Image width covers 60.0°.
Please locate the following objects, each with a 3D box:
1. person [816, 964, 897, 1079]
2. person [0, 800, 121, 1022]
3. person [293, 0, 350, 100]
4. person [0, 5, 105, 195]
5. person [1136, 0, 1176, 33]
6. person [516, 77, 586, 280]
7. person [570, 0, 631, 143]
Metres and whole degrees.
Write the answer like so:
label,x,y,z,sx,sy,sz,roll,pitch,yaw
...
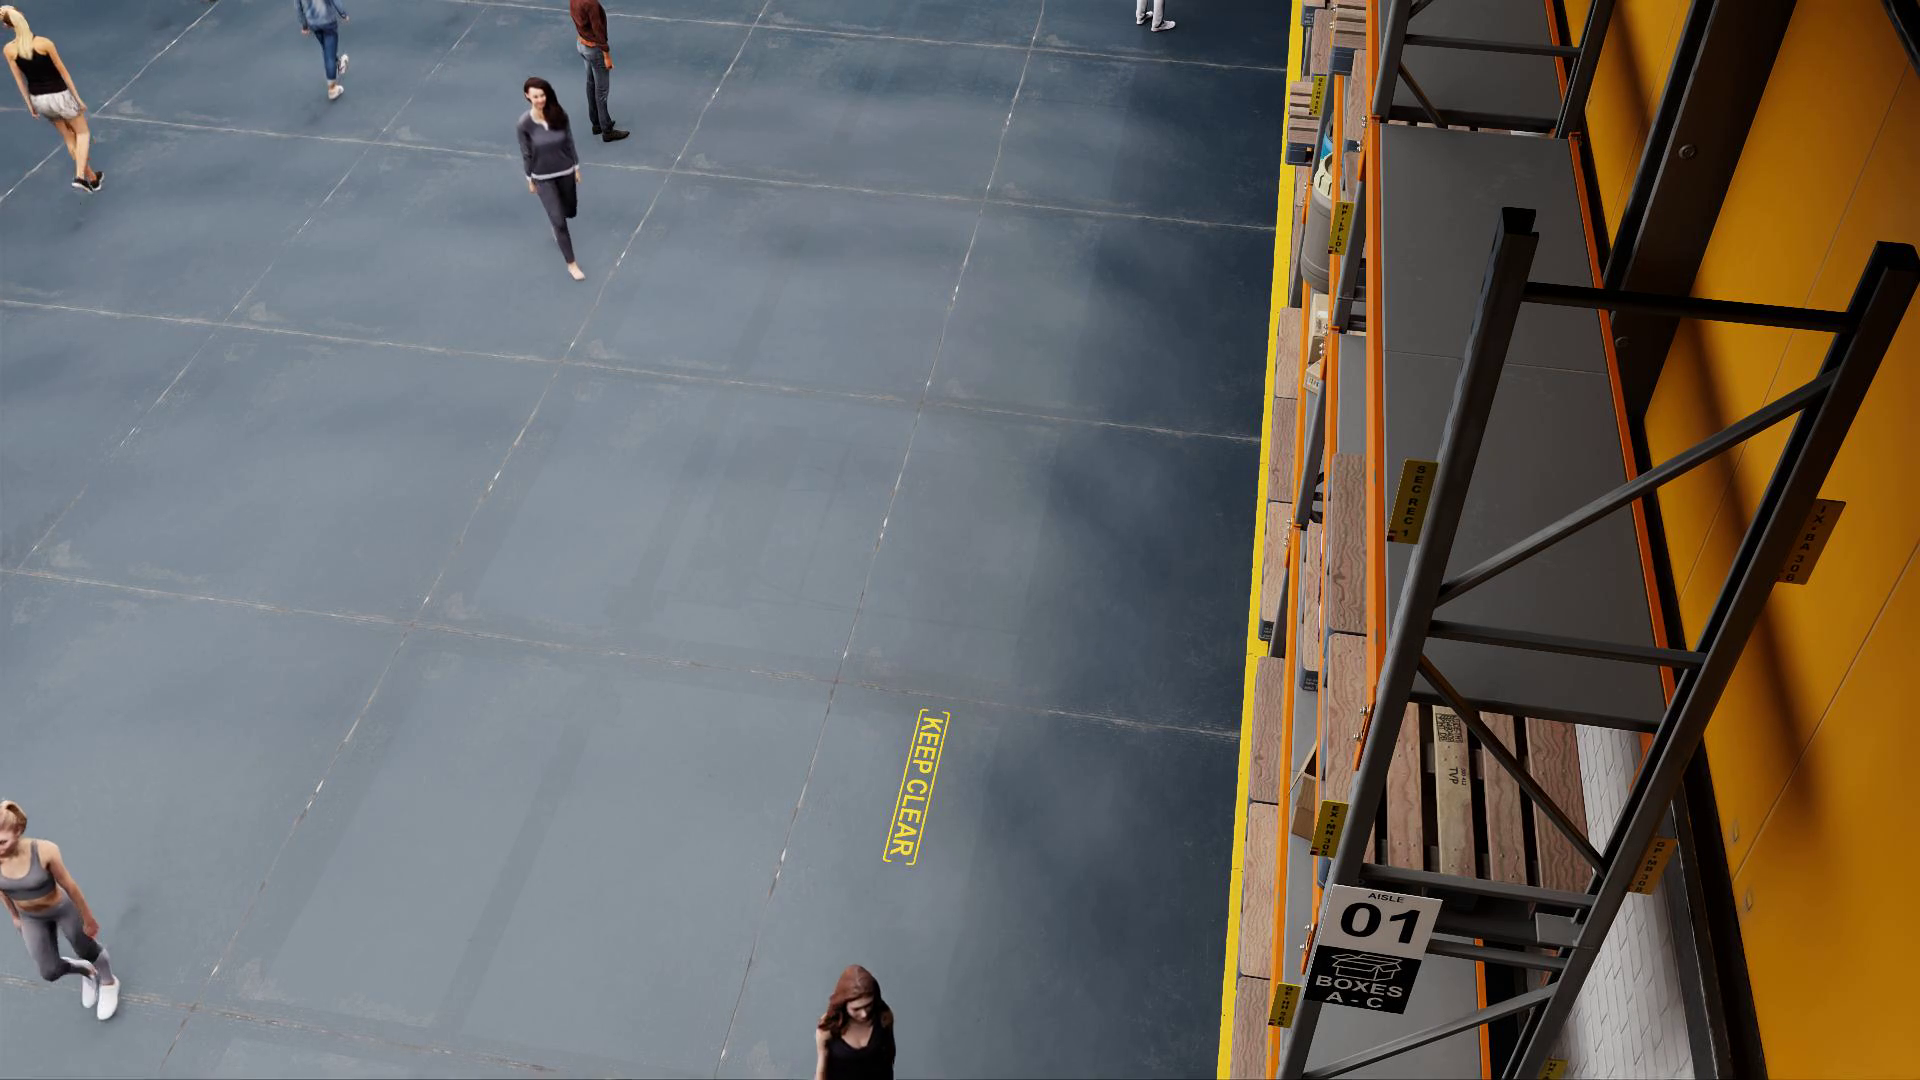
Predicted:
label,x,y,z,sx,sy,sz,roll,pitch,yaw
person,-0.542,2.553,8.134,0.878,1.726,1.077,-14,45,-14
person,-4.792,1.913,8.827,0.672,1.698,0.686,-5,44,-5
person,-6.276,-5.030,16.294,0.591,1.449,0.926,5,44,6
person,-8.086,-3.864,14.801,0.788,1.820,0.958,-5,44,-5
person,2.033,-6.218,17.223,0.777,1.888,0.741,-31,52,-29
person,-3.470,-3.115,14.071,1.040,1.743,1.108,-25,49,-24
person,-3.449,-4.604,15.606,0.760,1.782,0.705,-27,50,-25
